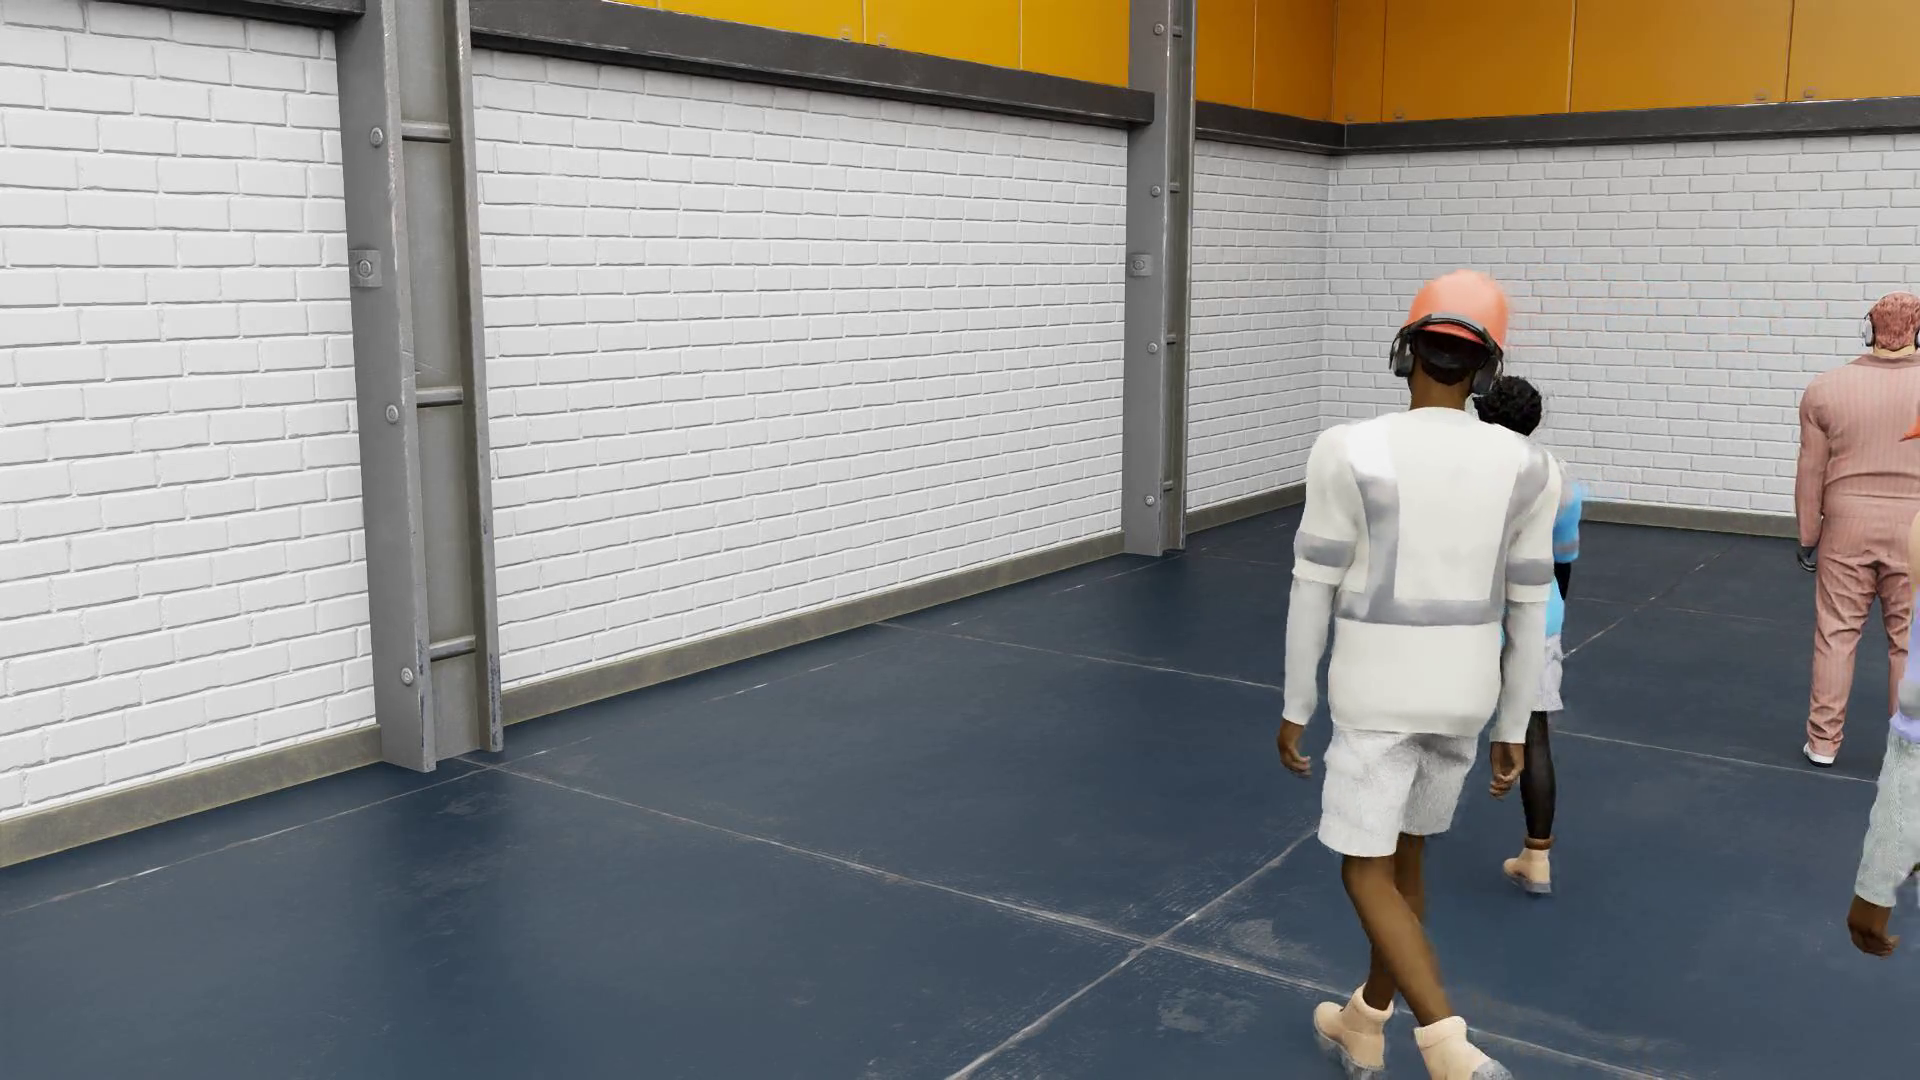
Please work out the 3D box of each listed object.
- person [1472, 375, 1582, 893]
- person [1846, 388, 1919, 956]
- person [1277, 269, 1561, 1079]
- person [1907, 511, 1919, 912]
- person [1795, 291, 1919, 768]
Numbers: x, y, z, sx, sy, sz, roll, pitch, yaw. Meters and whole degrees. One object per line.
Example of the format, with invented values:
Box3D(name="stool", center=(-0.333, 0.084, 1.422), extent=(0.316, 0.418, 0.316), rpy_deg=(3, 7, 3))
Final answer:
Box3D(name="person", center=(1.784, 0.275, 5.546), extent=(0.548, 1.640, 0.889), rpy_deg=(-1, 10, -7))
Box3D(name="person", center=(1.868, 0.565, 3.087), extent=(0.572, 1.898, 0.787), rpy_deg=(-4, 10, -24))
Box3D(name="person", center=(1.084, 0.390, 3.821), extent=(0.633, 2.009, 0.853), rpy_deg=(-2, 10, -10))
Box3D(name="person", center=(2.143, 0.490, 3.470), extent=(0.589, 1.924, 0.384), rpy_deg=(-4, 10, -22))
Box3D(name="person", center=(3.633, -0.018, 6.555), extent=(0.642, 1.906, 0.410), rpy_deg=(6, 11, 31))
